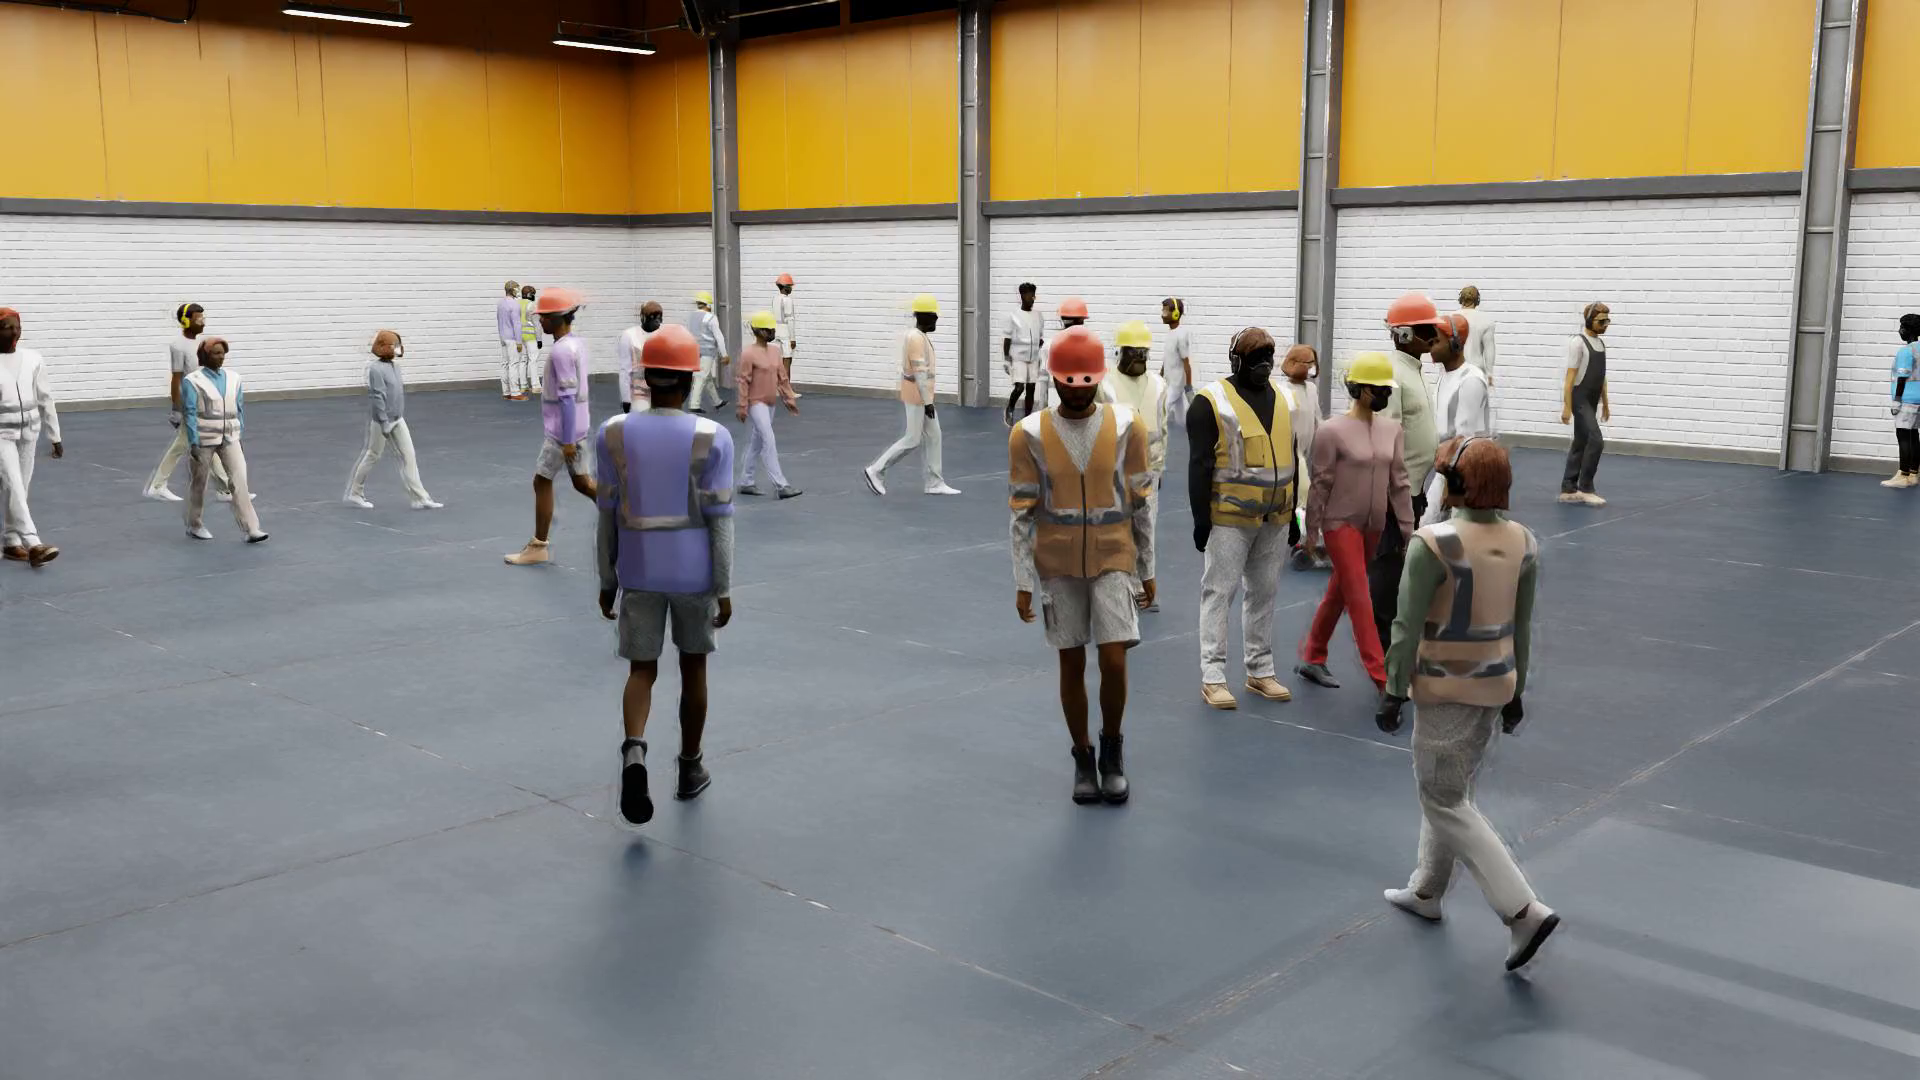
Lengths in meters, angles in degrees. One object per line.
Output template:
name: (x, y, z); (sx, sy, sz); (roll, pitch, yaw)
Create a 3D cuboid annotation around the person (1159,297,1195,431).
person: (2.321, -1.620, 17.432); (0.909, 1.829, 0.507); (0, 9, -1)

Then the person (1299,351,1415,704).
person: (1.980, -0.057, 8.129); (0.539, 1.712, 0.948); (-5, 11, -29)

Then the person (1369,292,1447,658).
person: (2.340, -0.298, 8.775); (0.376, 1.997, 0.612); (5, 10, 26)

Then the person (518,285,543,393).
person: (-7.350, -3.420, 28.414); (0.621, 1.837, 0.429); (7, 11, 35)

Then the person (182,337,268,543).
person: (-5.743, -0.766, 12.864); (0.886, 1.587, 0.533); (6, 11, 34)

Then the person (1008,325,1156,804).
person: (0.478, 0.114, 6.515); (0.588, 1.907, 0.474); (0, 9, 3)

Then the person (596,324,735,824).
person: (-1.139, 0.132, 6.400); (0.552, 1.913, 0.776); (0, 9, 2)

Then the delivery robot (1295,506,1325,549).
delivery robot: (2.708, -0.110, 11.746); (0.707, 0.478, 0.477); (1, 9, 7)

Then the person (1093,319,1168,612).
person: (1.025, -0.485, 10.486); (0.600, 1.812, 0.755); (-3, 10, -18)

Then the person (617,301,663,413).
person: (-3.000, -1.390, 16.000); (0.640, 1.824, 0.625); (-7, 12, -37)

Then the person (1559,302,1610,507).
person: (5.642, -1.196, 14.811); (0.552, 1.819, 0.637); (-9, 13, -43)

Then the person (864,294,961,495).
person: (-0.447, -1.345, 15.519); (0.830, 1.899, 0.587); (1, 9, 9)

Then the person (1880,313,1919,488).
person: (9.204, -1.348, 16.148); (0.534, 1.691, 0.318); (-8, 12, -42)

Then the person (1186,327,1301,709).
person: (1.401, -0.110, 8.094); (0.633, 1.843, 0.429); (-4, 10, -26)

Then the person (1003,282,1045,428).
person: (0.820, -2.354, 21.490); (0.619, 1.954, 0.481); (-5, 10, -27)

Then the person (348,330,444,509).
person: (-5.054, -1.055, 14.665); (0.873, 1.590, 0.510); (2, 9, 12)

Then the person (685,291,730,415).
person: (-3.659, -2.725, 24.282); (0.608, 1.781, 0.913); (8, 12, 40)

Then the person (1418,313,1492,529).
person: (2.842, -0.362, 9.572); (0.474, 1.865, 0.615); (-1, 9, -5)

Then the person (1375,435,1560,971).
person: (1.594, 0.488, 5.138); (0.523, 1.614, 0.730); (-6, 11, -32)

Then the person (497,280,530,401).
person: (-7.196, -3.188, 26.681); (0.376, 1.937, 0.629); (-8, 12, -40)

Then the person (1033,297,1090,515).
person: (0.878, -1.106, 14.078); (0.551, 1.901, 0.947); (8, 12, 42)

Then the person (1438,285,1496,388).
person: (5.649, -1.867, 18.576); (0.630, 1.940, 0.372); (5, 10, 28)

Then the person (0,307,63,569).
person: (-6.687, -0.724, 11.857); (0.887, 1.840, 0.604); (5, 11, 29)

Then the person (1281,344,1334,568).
person: (2.410, -0.608, 11.923); (0.853, 1.587, 0.510); (6, 11, 35)

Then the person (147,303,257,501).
person: (-6.985, -1.240, 15.128); (0.982, 1.821, 0.519); (-1, 9, -6)

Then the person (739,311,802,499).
person: (-1.744, -1.236, 15.346); (0.877, 1.730, 0.540); (5, 11, 28)

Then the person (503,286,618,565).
person: (-2.751, -0.807, 11.889); (0.994, 2.008, 0.621); (-1, 9, -3)

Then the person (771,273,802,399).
person: (-2.851, -3.332, 27.226); (0.369, 2.046, 0.606); (-6, 11, -34)
